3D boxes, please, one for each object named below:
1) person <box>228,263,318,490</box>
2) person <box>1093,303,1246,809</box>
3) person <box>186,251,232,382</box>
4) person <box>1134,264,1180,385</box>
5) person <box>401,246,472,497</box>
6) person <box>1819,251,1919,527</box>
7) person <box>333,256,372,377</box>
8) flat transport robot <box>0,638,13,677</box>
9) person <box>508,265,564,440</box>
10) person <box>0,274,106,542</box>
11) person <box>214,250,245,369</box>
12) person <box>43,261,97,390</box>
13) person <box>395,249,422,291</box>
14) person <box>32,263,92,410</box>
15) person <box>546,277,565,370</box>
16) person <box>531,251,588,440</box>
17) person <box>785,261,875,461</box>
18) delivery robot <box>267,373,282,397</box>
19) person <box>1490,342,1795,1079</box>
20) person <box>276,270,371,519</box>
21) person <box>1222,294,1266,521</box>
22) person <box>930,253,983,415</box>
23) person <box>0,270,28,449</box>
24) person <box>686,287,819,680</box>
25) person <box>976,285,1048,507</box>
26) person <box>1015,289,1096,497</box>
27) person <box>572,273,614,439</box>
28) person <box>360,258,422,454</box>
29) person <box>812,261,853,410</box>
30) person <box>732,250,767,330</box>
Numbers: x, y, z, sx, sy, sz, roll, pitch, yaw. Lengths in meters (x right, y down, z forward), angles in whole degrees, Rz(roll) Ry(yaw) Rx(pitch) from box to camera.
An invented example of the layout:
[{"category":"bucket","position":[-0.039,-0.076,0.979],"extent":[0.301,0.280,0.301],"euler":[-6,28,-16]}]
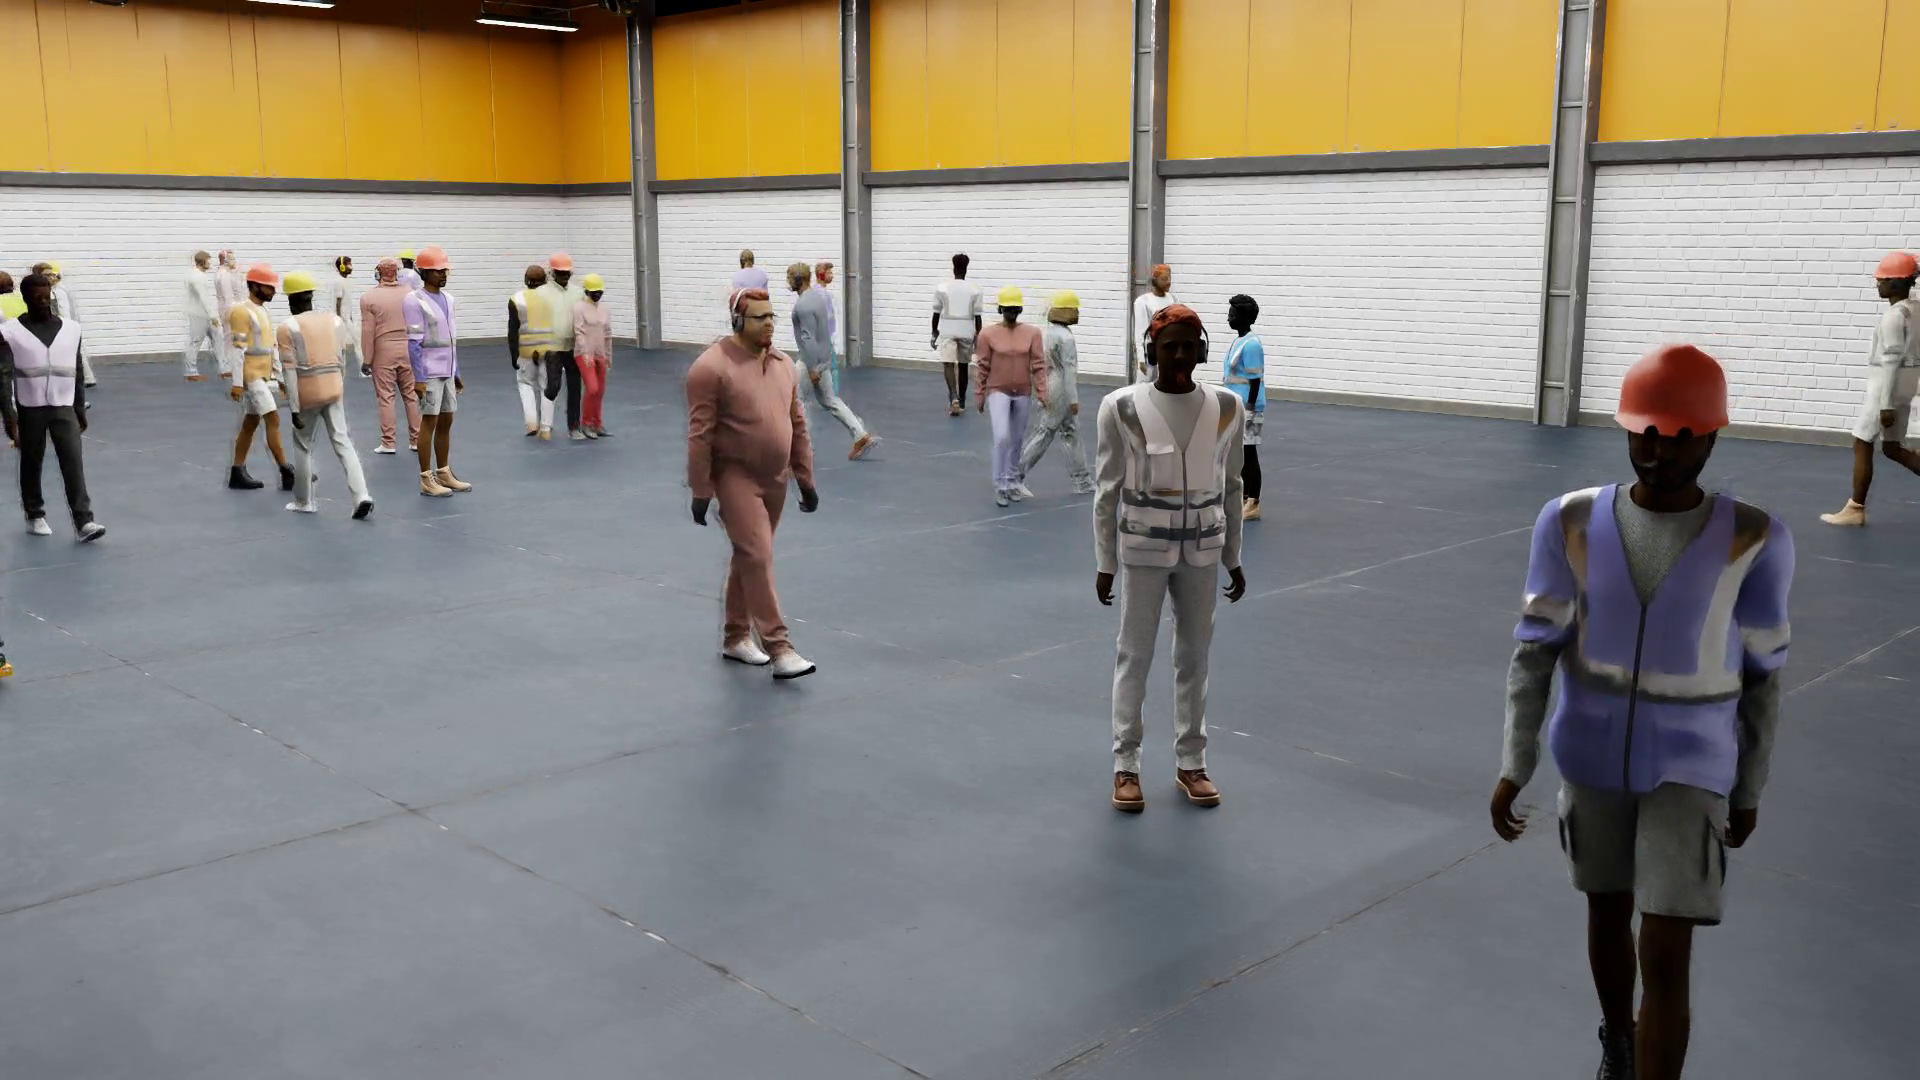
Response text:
[{"category":"person","position":[-5.786,-1.360,13.959],"extent":[0.906,1.891,0.566],"euler":[0,10,-2]},{"category":"person","position":[0.783,0.069,6.196],"extent":[0.585,1.882,0.343],"euler":[-2,11,-10]},{"category":"person","position":[-10.905,-3.244,24.231],"extent":[0.900,1.897,0.658],"euler":[-3,11,-16]},{"category":"person","position":[2.023,-1.831,16.682],"extent":[0.628,1.831,0.971],"euler":[-6,12,-31]},{"category":"person","position":[-4.279,-1.378,13.652],"extent":[0.373,2.043,0.615],"euler":[3,11,15]},{"category":"person","position":[6.770,-1.056,11.962],"extent":[0.616,2.024,0.845],"euler":[-9,14,-42]},{"category":"person","position":[-9.248,-3.328,24.889],"extent":[0.975,1.826,0.524],"euler":[-4,11,-18]},{"category":"flat transport robot","position":[-5.237,0.519,8.140],"extent":[1.431,0.197,0.652],"euler":[10,14,43]},{"category":"person","position":[-4.407,-1.957,17.406],"extent":[0.643,1.824,0.487],"euler":[-5,11,-24]},{"category":"person","position":[-6.373,-0.912,11.601],"extent":[1.019,1.860,0.618],"euler":[9,14,40]},{"category":"person","position":[-11.009,-3.415,25.133],"extent":[0.409,1.907,0.649],"euler":[-6,12,-28]},{"category":"person","position":[-12.380,-2.912,22.738],"extent":[0.972,1.768,0.614],"euler":[-5,11,-23]},{"category":"person","position":[-8.728,-3.658,26.419],"extent":[0.623,1.913,0.404],"euler":[5,12,26]},{"category":"person","position":[-10.806,-2.386,19.816],"extent":[0.780,1.818,0.539],"euler":[1,10,6]},{"category":"person","position":[-6.479,-3.446,26.122],"extent":[0.612,1.611,0.325],"euler":[-6,12,-31]},{"category":"person","position":[-4.169,-2.020,17.350],"extent":[0.658,1.971,0.572],"euler":[-8,13,-36]},{"category":"person","position":[-1.289,-1.668,15.646],"extent":[0.938,1.905,0.625],"euler":[2,11,9]},{"category":"delivery robot","position":[-8.520,-1.998,20.840],"extent":[0.707,0.478,0.477],"euler":[-4,11,-19]},{"category":"person","position":[1.481,0.524,3.680],"extent":[0.555,1.894,0.945],"euler":[7,12,32]},{"category":"person","position":[-4.833,-1.095,12.564],"extent":[0.979,1.884,0.593],"euler":[9,13,39]},{"category":"person","position":[2.119,-0.989,12.473],"extent":[0.317,1.695,0.540],"euler":[-1,10,-5]},{"category":"person","position":[-0.031,-2.462,19.887],"extent":[0.621,1.934,0.931],"euler":[-1,10,-6]},{"category":"person","position":[-9.259,-1.743,16.331],"extent":[0.856,1.806,0.638],"euler":[6,12,31]},{"category":"person","position":[-0.903,-0.266,8.030],"extent":[0.878,1.872,0.673],"euler":[8,13,36]},{"category":"person","position":[0.422,-1.134,13.153],"extent":[0.534,1.741,0.680],"euler":[-3,11,-15]},{"category":"person","position":[0.778,-1.193,13.578],"extent":[0.895,1.702,0.499],"euler":[-2,11,-9]},{"category":"person","position":[-3.849,-1.914,17.403],"extent":[0.473,1.737,0.542],"euler":[7,12,33]},{"category":"person","position":[-5.566,-1.796,16.304],"extent":[0.652,1.906,0.402],"euler":[-10,14,-42]},{"category":"person","position":[-1.721,-2.460,20.159],"extent":[0.778,1.822,0.576],"euler":[-1,10,-8]},{"category":"person","position":[-3.061,-3.187,23.910],"extent":[0.615,1.936,0.652],"euler":[9,14,40]}]
